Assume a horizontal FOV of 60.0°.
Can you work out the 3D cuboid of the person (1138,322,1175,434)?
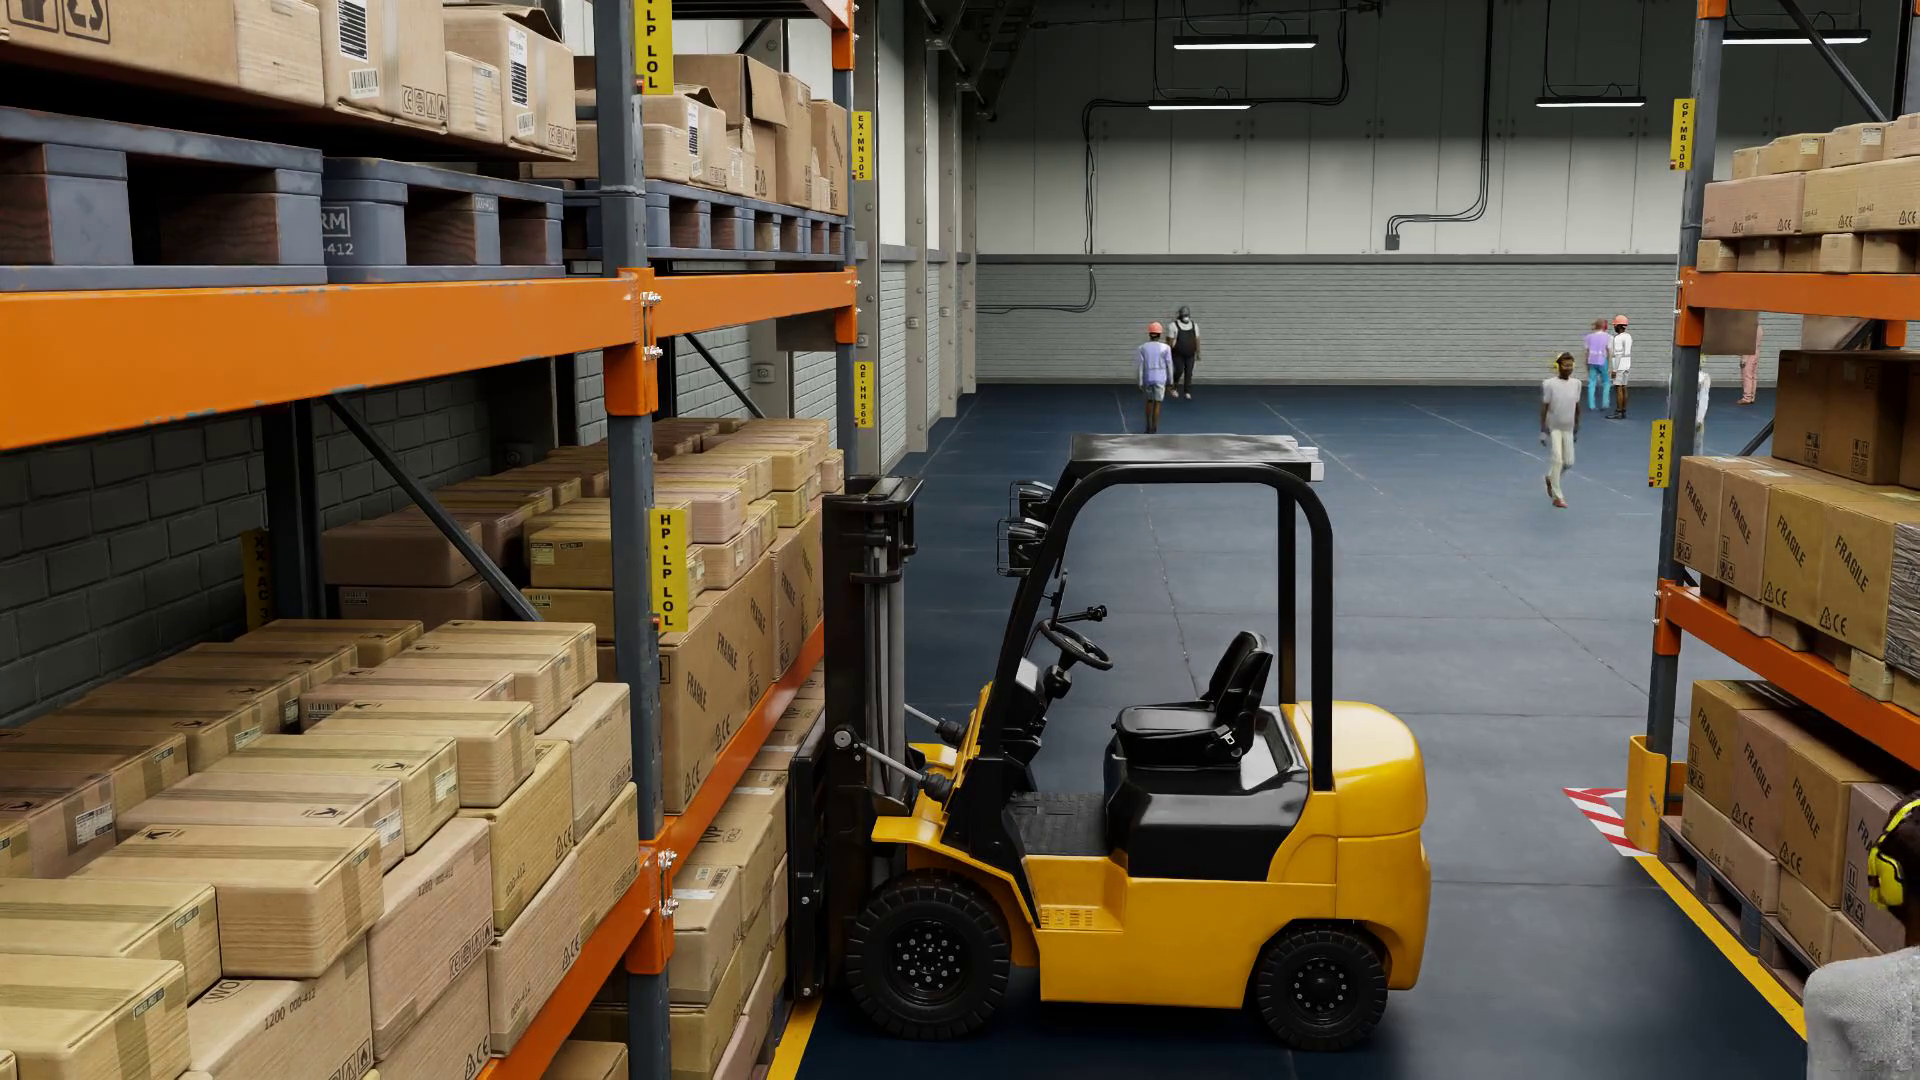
[{"bbox_3d":[3.302,-2.674,27.832,0.557,1.915,0.714,4,10,24],"label":"person"}]

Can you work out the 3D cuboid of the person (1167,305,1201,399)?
[{"bbox_3d":[4.824,-4.041,35.726,0.701,2.000,0.540,-2,10,-14],"label":"person"}]

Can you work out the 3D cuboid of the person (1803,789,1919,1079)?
[{"bbox_3d":[1.910,1.400,3.357,0.515,1.841,0.655,2,10,14],"label":"person"}]

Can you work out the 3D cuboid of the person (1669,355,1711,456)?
[{"bbox_3d":[9.692,-1.670,22.177,0.977,1.781,0.587,-8,13,-41],"label":"person"}]

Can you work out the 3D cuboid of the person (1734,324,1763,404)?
[{"bbox_3d":[16.312,-3.756,34.407,0.410,1.909,0.642,9,13,43],"label":"person"}]

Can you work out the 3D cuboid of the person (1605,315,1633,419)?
[{"bbox_3d":[12.314,-3.222,31.074,0.372,1.939,0.544,9,13,44],"label":"person"}]

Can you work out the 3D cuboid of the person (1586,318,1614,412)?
[{"bbox_3d":[12.637,-3.440,32.727,0.762,1.820,0.596,-9,13,-43],"label":"person"}]

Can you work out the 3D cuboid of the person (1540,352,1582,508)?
[{"bbox_3d":[7.132,-1.324,19.838,0.516,1.855,0.602,-1,9,-9],"label":"person"}]
